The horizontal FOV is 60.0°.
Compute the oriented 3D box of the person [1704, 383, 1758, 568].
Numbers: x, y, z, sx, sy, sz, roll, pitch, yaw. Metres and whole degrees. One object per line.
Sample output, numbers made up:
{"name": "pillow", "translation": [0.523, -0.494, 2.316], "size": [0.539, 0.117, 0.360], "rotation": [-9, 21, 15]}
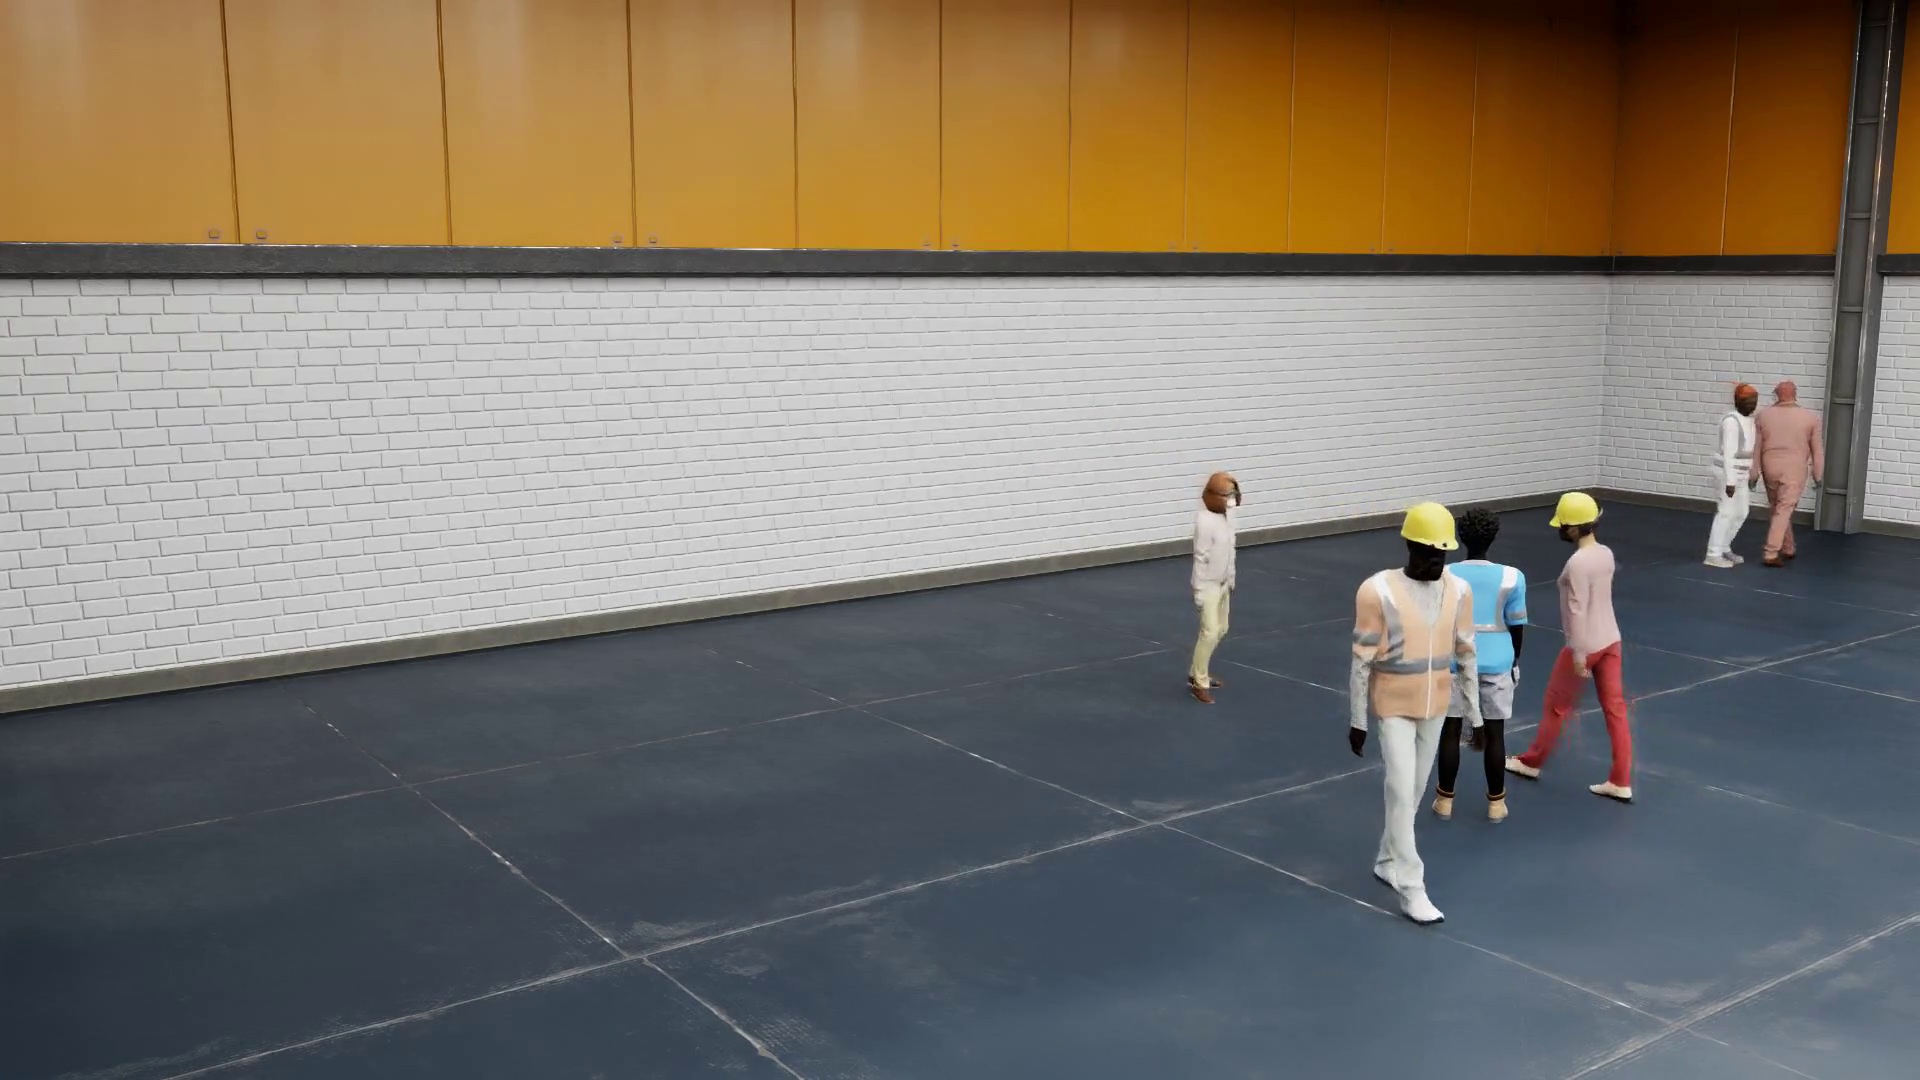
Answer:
{"name": "person", "translation": [7.640, -0.636, 16.470], "size": [0.603, 1.855, 0.462], "rotation": [-9, 13, -43]}

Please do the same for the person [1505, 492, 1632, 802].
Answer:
{"name": "person", "translation": [3.452, 0.577, 9.379], "size": [0.564, 1.710, 0.856], "rotation": [-8, 12, -39]}

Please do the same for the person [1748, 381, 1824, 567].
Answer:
{"name": "person", "translation": [8.287, -0.665, 16.706], "size": [0.996, 1.837, 0.645], "rotation": [-9, 13, -44]}

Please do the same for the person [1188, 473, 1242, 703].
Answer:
{"name": "person", "translation": [1.713, 0.318, 11.407], "size": [0.442, 1.603, 0.555], "rotation": [6, 11, 34]}

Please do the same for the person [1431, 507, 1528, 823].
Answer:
{"name": "person", "translation": [2.744, 0.671, 8.899], "size": [0.532, 1.697, 0.322], "rotation": [3, 10, 17]}

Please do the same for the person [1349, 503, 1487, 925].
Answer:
{"name": "person", "translation": [2.138, 0.772, 7.658], "size": [0.628, 1.911, 0.652], "rotation": [-3, 10, -19]}
